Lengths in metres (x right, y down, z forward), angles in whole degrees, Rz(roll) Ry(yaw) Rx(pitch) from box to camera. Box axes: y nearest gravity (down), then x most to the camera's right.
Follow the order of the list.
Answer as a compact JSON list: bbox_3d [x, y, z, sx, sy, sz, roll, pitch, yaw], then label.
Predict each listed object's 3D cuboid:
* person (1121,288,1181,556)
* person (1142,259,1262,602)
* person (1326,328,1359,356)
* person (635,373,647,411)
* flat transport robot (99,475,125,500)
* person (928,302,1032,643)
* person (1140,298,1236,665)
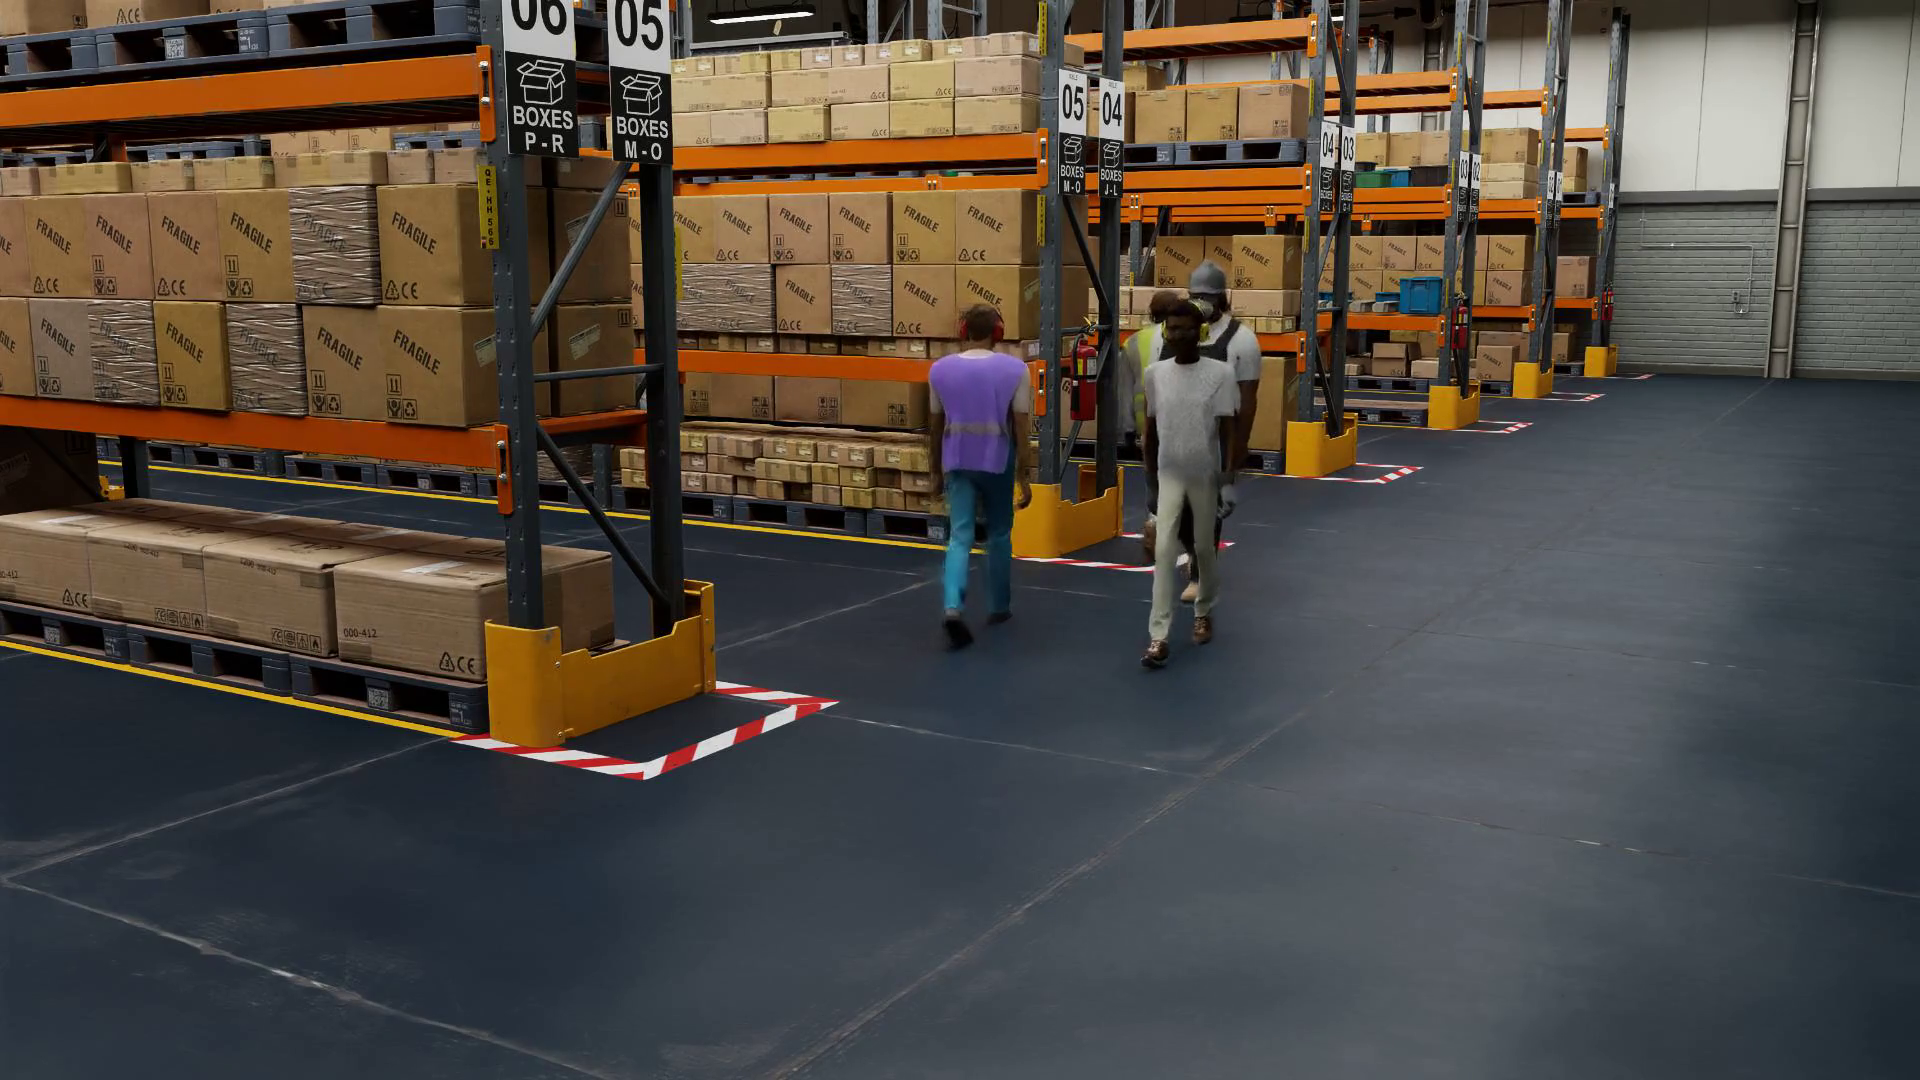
[{"bbox_3d":[1.396,-0.800,11.333,0.632,1.814,0.835,5,11,27],"label":"person"},{"bbox_3d":[1.453,-0.686,9.998,0.685,2.000,0.796,5,11,28],"label":"person"},{"bbox_3d":[6.262,-3.609,27.311,0.788,1.974,0.624,7,12,36],"label":"person"},{"bbox_3d":[-3.343,-1.992,17.960,0.628,1.935,0.373,-9,13,-41],"label":"person"},{"bbox_3d":[-7.510,-0.375,13.355,0.652,0.197,1.431,6,11,30],"label":"flat transport robot"},{"bbox_3d":[0.095,-0.369,8.885,0.574,1.798,0.943,2,10,12],"label":"person"},{"bbox_3d":[1.165,-0.305,8.426,0.536,1.819,0.976,4,10,20],"label":"person"}]
